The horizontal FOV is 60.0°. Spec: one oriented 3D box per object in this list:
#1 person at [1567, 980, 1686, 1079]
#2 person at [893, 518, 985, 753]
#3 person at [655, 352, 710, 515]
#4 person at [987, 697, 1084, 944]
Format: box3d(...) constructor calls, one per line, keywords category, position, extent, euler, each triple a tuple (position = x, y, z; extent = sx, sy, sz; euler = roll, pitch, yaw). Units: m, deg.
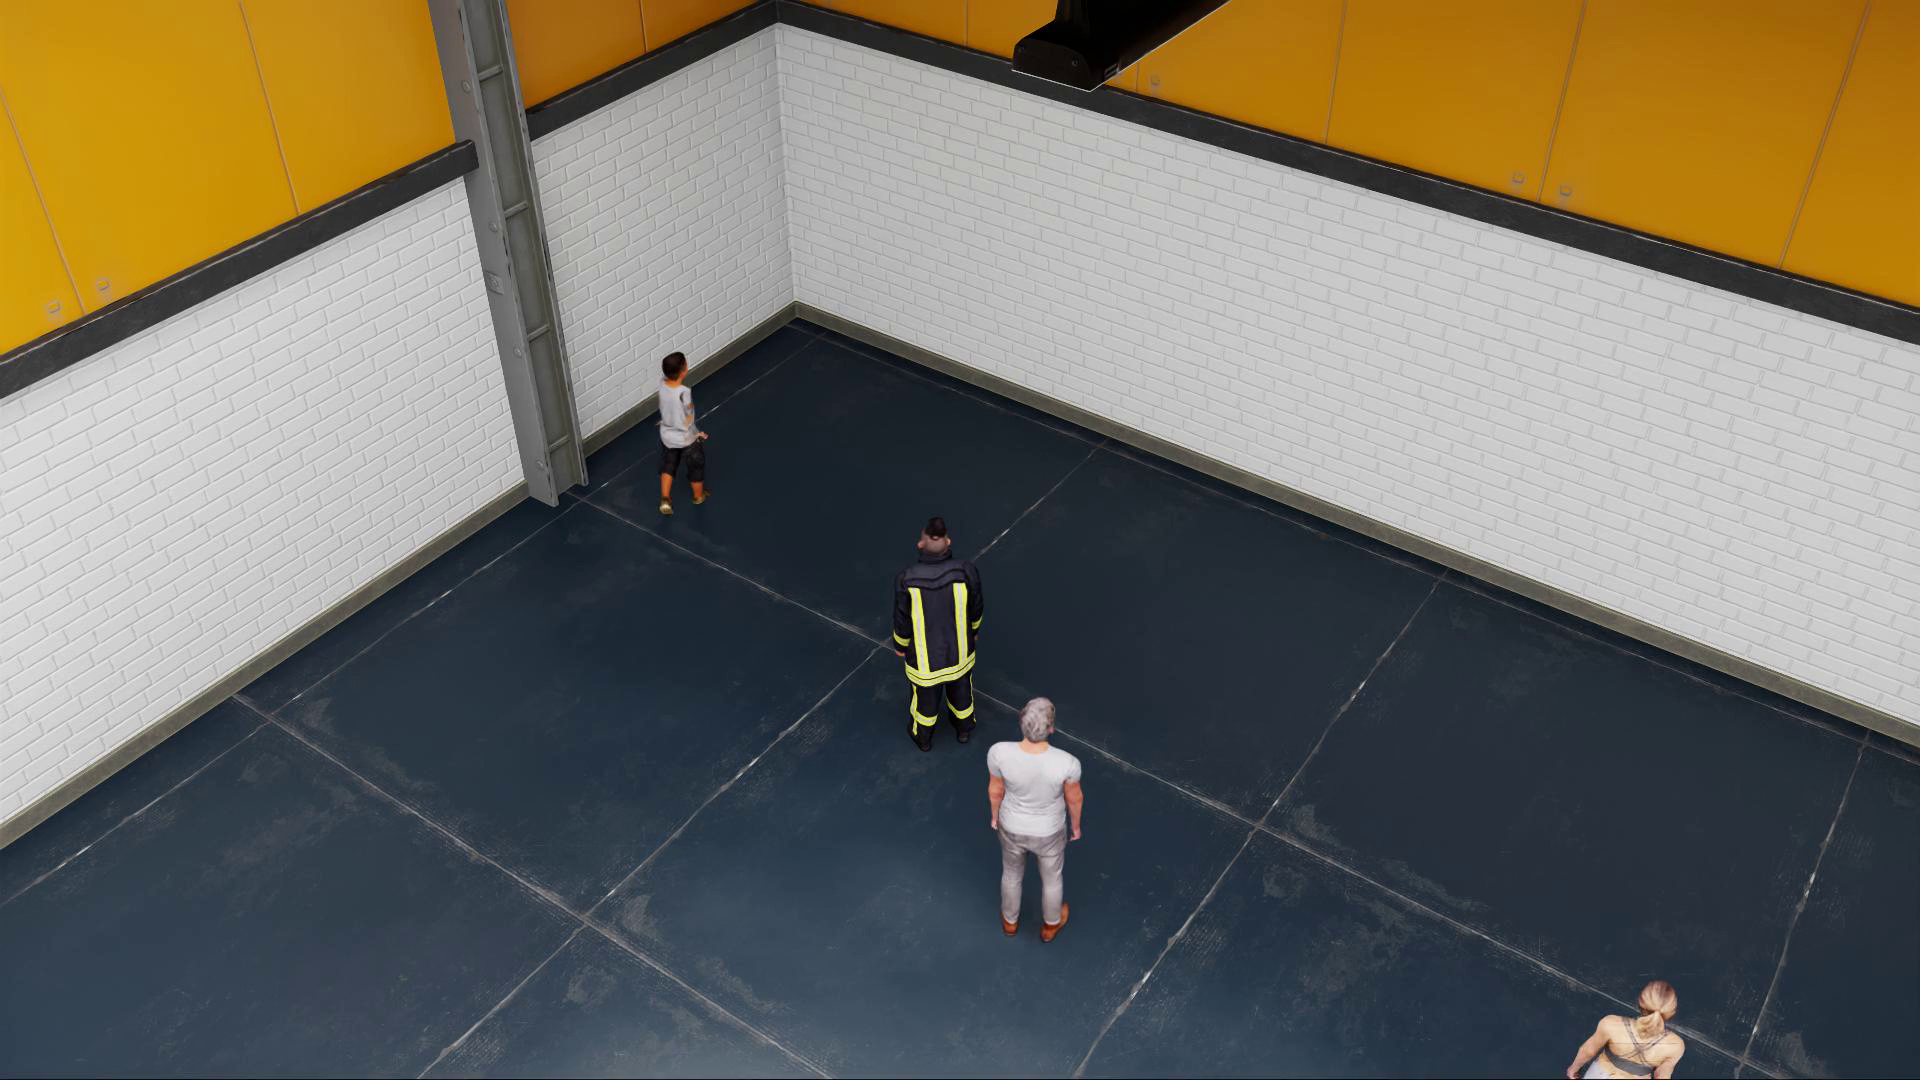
box3d(category="person", position=(3.156, 2.778, 8.070), extent=(0.818, 1.661, 1.207), euler=(11, 40, 14))
box3d(category="person", position=(-0.141, 0.602, 10.629), extent=(0.864, 1.867, 0.937), euler=(-9, 39, -11))
box3d(category="person", position=(-2.185, -0.844, 12.775), extent=(0.718, 1.448, 0.867), euler=(14, 41, 17))
box3d(category="person", position=(0.414, 1.598, 9.410), extent=(0.763, 1.831, 0.709), euler=(7, 39, 9))
